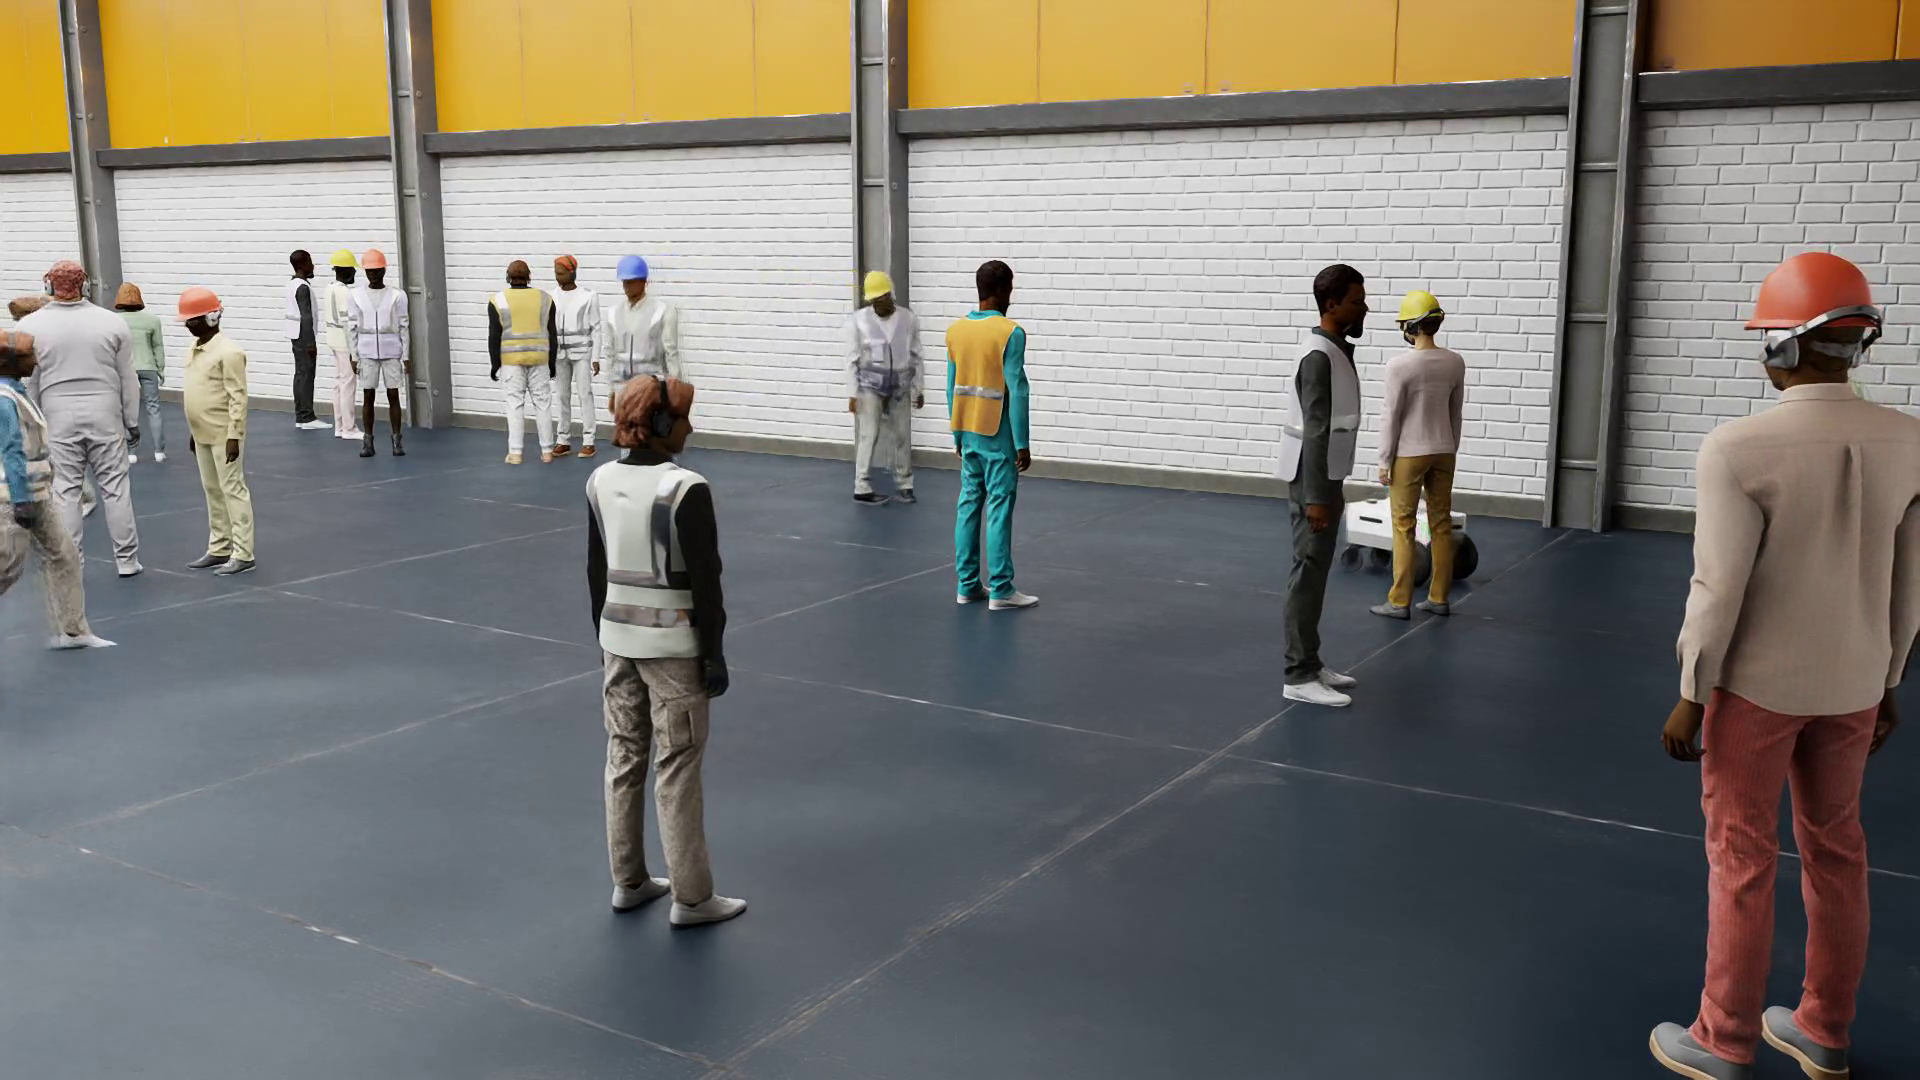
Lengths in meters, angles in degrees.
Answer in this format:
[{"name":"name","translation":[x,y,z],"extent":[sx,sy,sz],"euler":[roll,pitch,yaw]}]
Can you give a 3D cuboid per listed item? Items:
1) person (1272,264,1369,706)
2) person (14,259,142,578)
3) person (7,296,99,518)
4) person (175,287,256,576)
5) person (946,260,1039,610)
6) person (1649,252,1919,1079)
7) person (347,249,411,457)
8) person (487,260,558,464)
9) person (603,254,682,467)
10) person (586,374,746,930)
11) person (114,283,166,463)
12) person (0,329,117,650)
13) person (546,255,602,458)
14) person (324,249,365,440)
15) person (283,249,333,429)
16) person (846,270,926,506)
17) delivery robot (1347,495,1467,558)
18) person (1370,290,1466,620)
[{"name":"person","translation":[1.592,-0.249,7.348],"extent":[0.398,1.920,0.590],"euler":[4,11,19]},{"name":"person","translation":[-5.216,-0.701,9.881],"extent":[0.638,1.911,0.406],"euler":[-6,12,-29]},{"name":"person","translation":[-6.590,-0.939,12.039],"extent":[0.580,1.626,0.352],"euler":[2,10,11]},{"name":"person","translation":[-4.541,-0.659,10.100],"extent":[0.562,1.743,0.337],"euler":[8,13,39]},{"name":"person","translation":[0.157,-0.572,9.154],"extent":[0.392,1.915,0.590],"euler":[-9,14,-42]},{"name":"person","translation":[1.950,0.332,3.923],"extent":[0.622,1.991,0.389],"euler":[-2,10,-13]},{"name":"person","translation":[-5.427,-1.741,15.562],"extent":[0.544,1.939,0.372],"euler":[-3,11,-15]},{"name":"person","translation":[-3.961,-1.609,15.100],"extent":[0.647,1.843,0.429],"euler":[-5,11,-27]},{"name":"person","translation":[-2.315,-1.134,12.230],"extent":[0.622,1.925,0.664],"euler":[3,11,14]},{"name":"person","translation":[-0.893,0.331,4.918],"extent":[0.513,1.637,0.313],"euler":[8,13,37]},{"name":"person","translation":[-7.515,-1.517,15.167],"extent":[0.501,1.633,0.279],"euler":[-8,13,-37]},{"name":"person","translation":[-4.597,-0.208,8.020],"extent":[0.759,1.607,0.523],"euler":[-4,11,-19]},{"name":"person","translation":[-3.616,-1.704,15.497],"extent":[0.579,1.885,0.342],"euler":[3,11,14]},{"name":"person","translation":[-6.232,-1.979,16.907],"extent":[0.367,1.926,0.594],"euler":[-7,12,-34]},{"name":"person","translation":[-7.055,-2.153,17.890],"extent":[0.388,1.921,0.593],"euler":[-7,12,-33]},{"name":"person","translation":[-0.563,-1.160,12.737],"extent":[0.635,1.800,0.449],"euler":[-4,11,-19]},{"name":"delivery robot","translation":[2.673,-0.091,9.994],"extent":[0.477,0.478,0.707],"euler":[-7,12,-34]},{"name":"person","translation":[2.446,-0.447,8.901],"extent":[0.524,1.761,0.339],"euler":[-4,11,-23]}]
